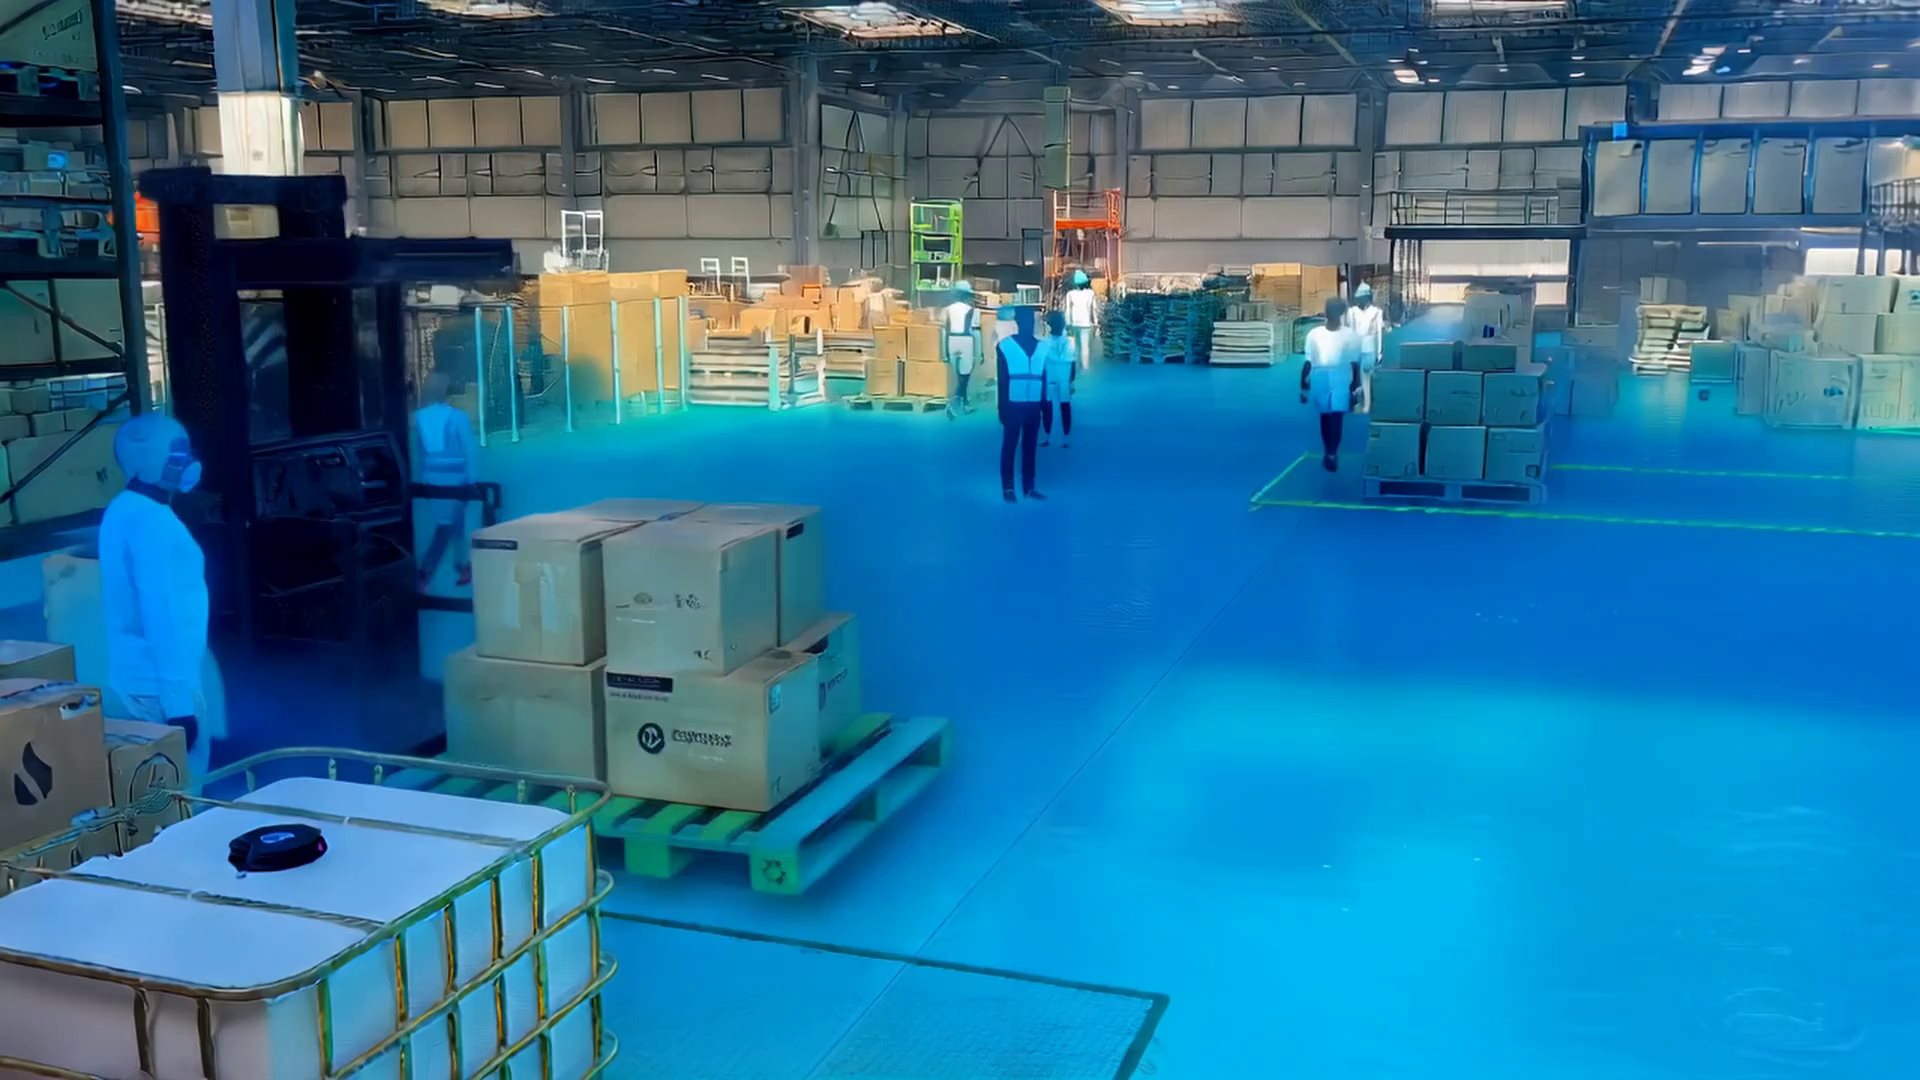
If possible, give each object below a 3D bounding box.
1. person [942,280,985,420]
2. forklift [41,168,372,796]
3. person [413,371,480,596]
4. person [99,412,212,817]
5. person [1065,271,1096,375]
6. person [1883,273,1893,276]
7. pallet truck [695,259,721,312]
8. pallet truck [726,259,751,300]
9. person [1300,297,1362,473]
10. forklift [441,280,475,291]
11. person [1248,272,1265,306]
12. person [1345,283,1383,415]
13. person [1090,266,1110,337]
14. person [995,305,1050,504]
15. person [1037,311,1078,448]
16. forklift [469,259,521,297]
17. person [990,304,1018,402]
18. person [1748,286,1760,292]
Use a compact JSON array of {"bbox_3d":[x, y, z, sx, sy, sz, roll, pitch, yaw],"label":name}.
[{"bbox_3d":[0.014,-2.731,23.943,0.623,2.007,0.997,5,11,27],"label":"person"},{"bbox_3d":[-3.207,-0.290,7.708,1.873,2.768,1.129,3,11,19],"label":"forklift"},{"bbox_3d":[-3.733,-0.401,11.930,0.511,1.610,0.769,5,11,26],"label":"person"},{"bbox_3d":[-2.751,0.522,5.782,0.365,1.939,0.636,-6,12,-31],"label":"person"},{"bbox_3d":[2.318,-4.155,31.967,0.623,1.992,0.397,-1,10,-4],"label":"person"},{"bbox_3d":[19.777,-4.785,35.757,0.552,1.901,0.465,5,11,27],"label":"person"},{"bbox_3d":[-9.165,-9.627,62.776,0.823,1.965,1.885,4,11,23],"label":"pallet truck"},{"bbox_3d":[-7.986,-9.493,62.019,0.823,1.965,1.885,3,11,17],"label":"pallet truck"},{"bbox_3d":[4.059,-1.696,18.294,0.634,1.921,0.971,4,11,23],"label":"person"},{"bbox_3d":[-20.133,-10.254,65.465,1.157,1.987,2.680,3,11,19],"label":"forklift"},{"bbox_3d":[8.587,-6.901,48.209,0.494,1.717,0.756,2,10,11],"label":"person"},{"bbox_3d":[5.939,-2.812,24.564,0.551,1.934,0.373,5,11,26],"label":"person"},{"bbox_3d":[3.810,-6.467,45.145,0.552,1.937,0.356,4,11,20],"label":"person"},{"bbox_3d":[0.607,-1.323,16.231,0.590,1.919,0.391,-7,12,-33],"label":"person"},{"bbox_3d":[1.188,-1.980,20.558,0.536,1.695,0.319,4,11,21],"label":"person"},{"bbox_3d":[-17.990,-10.121,64.684,1.157,1.987,2.680,3,11,17],"label":"forklift"},{"bbox_3d":[0.689,-2.778,25.277,0.501,1.617,0.489,3,11,17],"label":"person"},{"bbox_3d":[27.423,-8.511,57.521,0.497,1.626,0.288,6,12,32],"label":"person"}]
